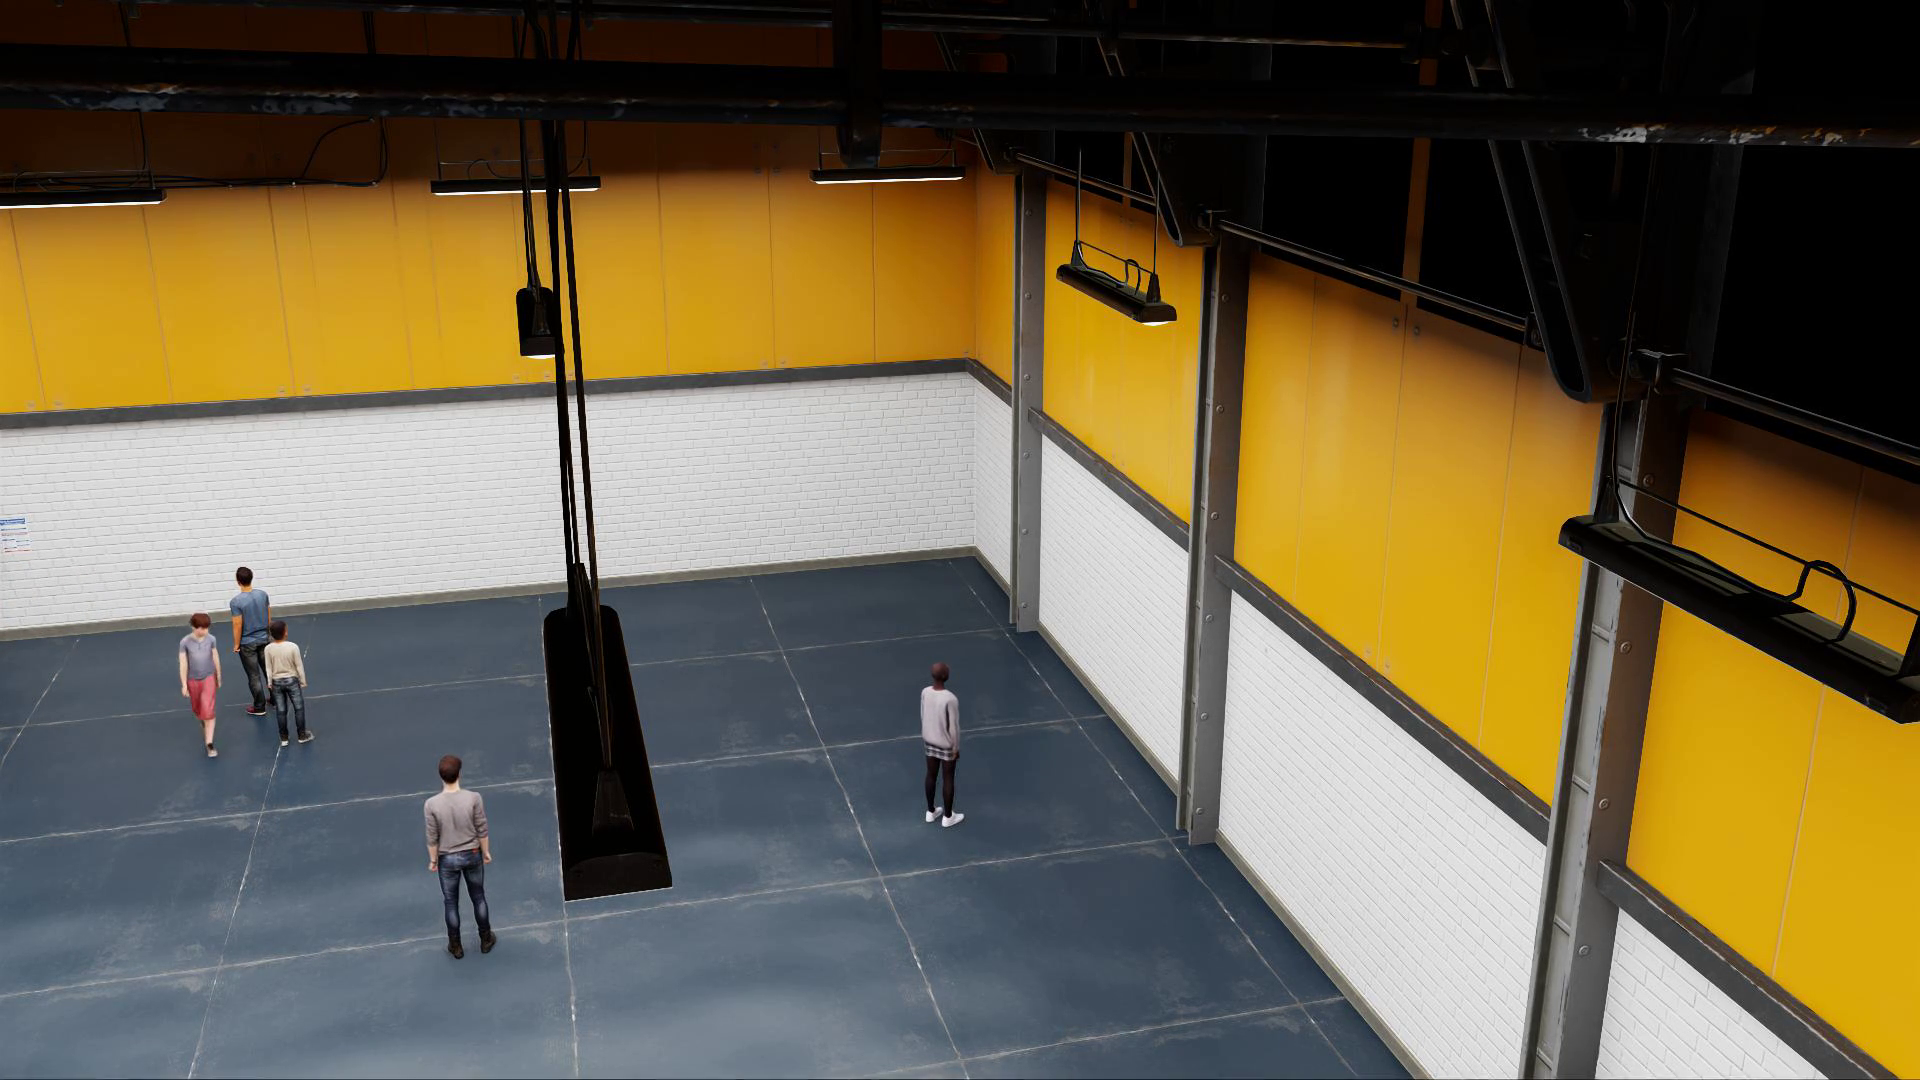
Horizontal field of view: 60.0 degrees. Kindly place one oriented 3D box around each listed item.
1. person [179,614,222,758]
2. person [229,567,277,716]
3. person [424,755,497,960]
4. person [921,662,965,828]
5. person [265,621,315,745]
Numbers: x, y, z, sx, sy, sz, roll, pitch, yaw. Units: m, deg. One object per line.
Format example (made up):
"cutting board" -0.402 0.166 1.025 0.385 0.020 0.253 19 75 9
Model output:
"person" -8.568 1.578 18.745 0.748 1.615 1.150 -9 20 -24
"person" -8.332 1.178 19.630 0.774 1.809 0.723 11 22 30
"person" -4.414 2.796 14.679 0.694 1.904 0.603 -7 20 -19
"person" -0.207 2.075 17.025 0.670 1.771 0.752 13 23 34
"person" -7.645 1.622 18.856 0.587 1.463 0.553 -5 19 -15
